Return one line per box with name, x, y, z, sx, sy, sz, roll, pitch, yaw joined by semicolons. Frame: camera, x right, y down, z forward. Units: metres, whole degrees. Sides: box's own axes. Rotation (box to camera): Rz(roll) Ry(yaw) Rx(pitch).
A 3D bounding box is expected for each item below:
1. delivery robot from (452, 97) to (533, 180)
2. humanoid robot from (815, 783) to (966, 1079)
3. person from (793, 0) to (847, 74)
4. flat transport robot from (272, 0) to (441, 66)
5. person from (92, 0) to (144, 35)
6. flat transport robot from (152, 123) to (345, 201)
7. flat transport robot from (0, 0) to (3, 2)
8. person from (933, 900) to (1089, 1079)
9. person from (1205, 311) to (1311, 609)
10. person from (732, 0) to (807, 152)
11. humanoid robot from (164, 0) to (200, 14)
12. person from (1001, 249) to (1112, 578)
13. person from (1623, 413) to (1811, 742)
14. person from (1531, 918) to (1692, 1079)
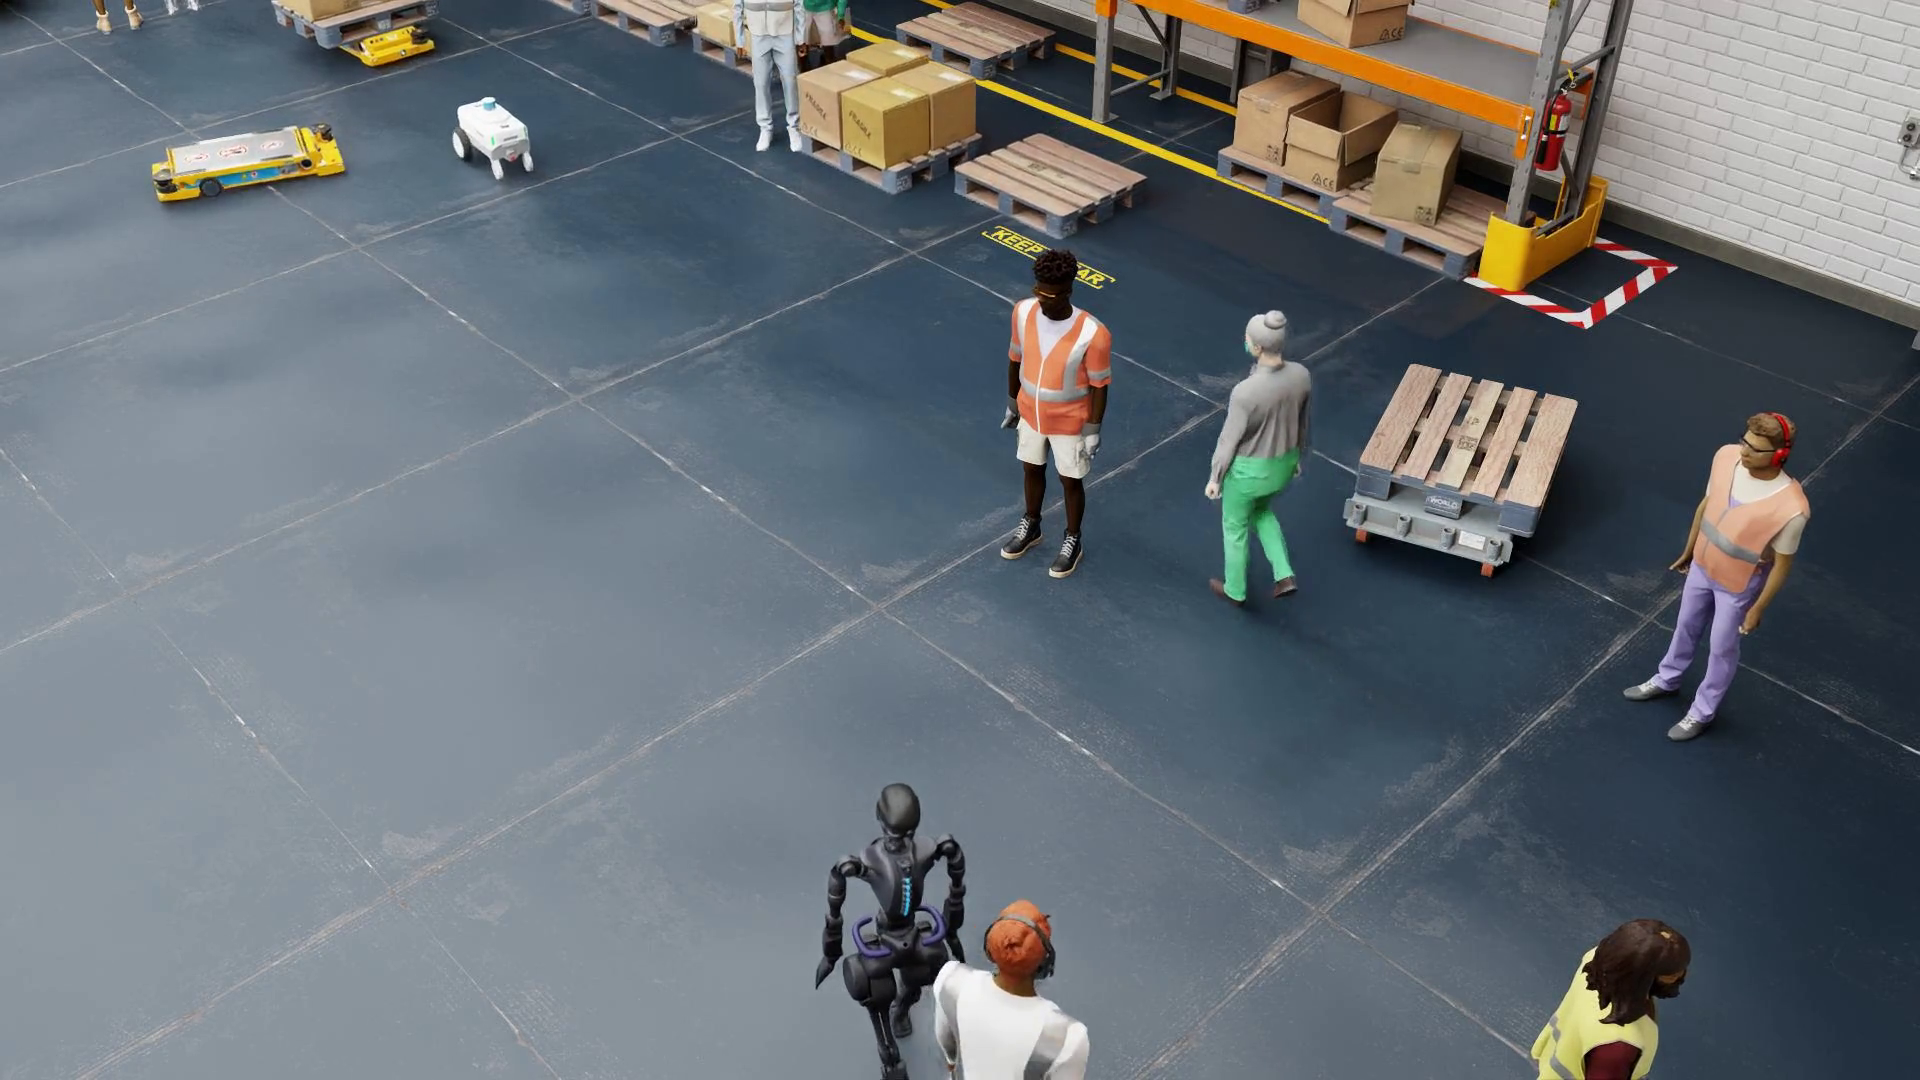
delivery robot;-3.862;-3.359;13.756;0.499;0.611;0.792;-24;43;-29
humanoid robot;-0.265;1.553;6.356;0.600;1.628;0.793;-12;39;-16
person;-1.245;-4.571;14.287;0.564;1.839;0.409;6;37;7
flat transport robot;-5.749;-4.909;16.032;1.431;0.231;0.659;31;47;34
person;-8.306;-5.871;15.836;0.613;2.042;0.371;-19;41;-24
flat transport robot;-5.843;-3.100;13.637;1.431;0.231;0.659;-15;40;-19
flat transport robot;-10.079;-5.414;16.700;0.659;0.231;1.431;7;38;10
person;0.206;1.879;5.744;0.605;1.835;0.975;18;41;22
person;1.597;-0.392;8.751;0.553;1.833;0.470;-22;42;-26
person;-1.556;-4.143;13.662;0.598;1.909;0.401;-2;37;-3
humanoid robot;-7.872;-6.020;16.312;0.530;1.817;0.697;-12;39;-16
person;0.504;-0.682;9.030;0.613;1.963;0.361;22;42;27
person;3.696;0.175;7.993;0.395;1.846;0.563;-12;39;-15
person;2.144;1.920;5.746;0.359;1.767;0.476;9;38;12
